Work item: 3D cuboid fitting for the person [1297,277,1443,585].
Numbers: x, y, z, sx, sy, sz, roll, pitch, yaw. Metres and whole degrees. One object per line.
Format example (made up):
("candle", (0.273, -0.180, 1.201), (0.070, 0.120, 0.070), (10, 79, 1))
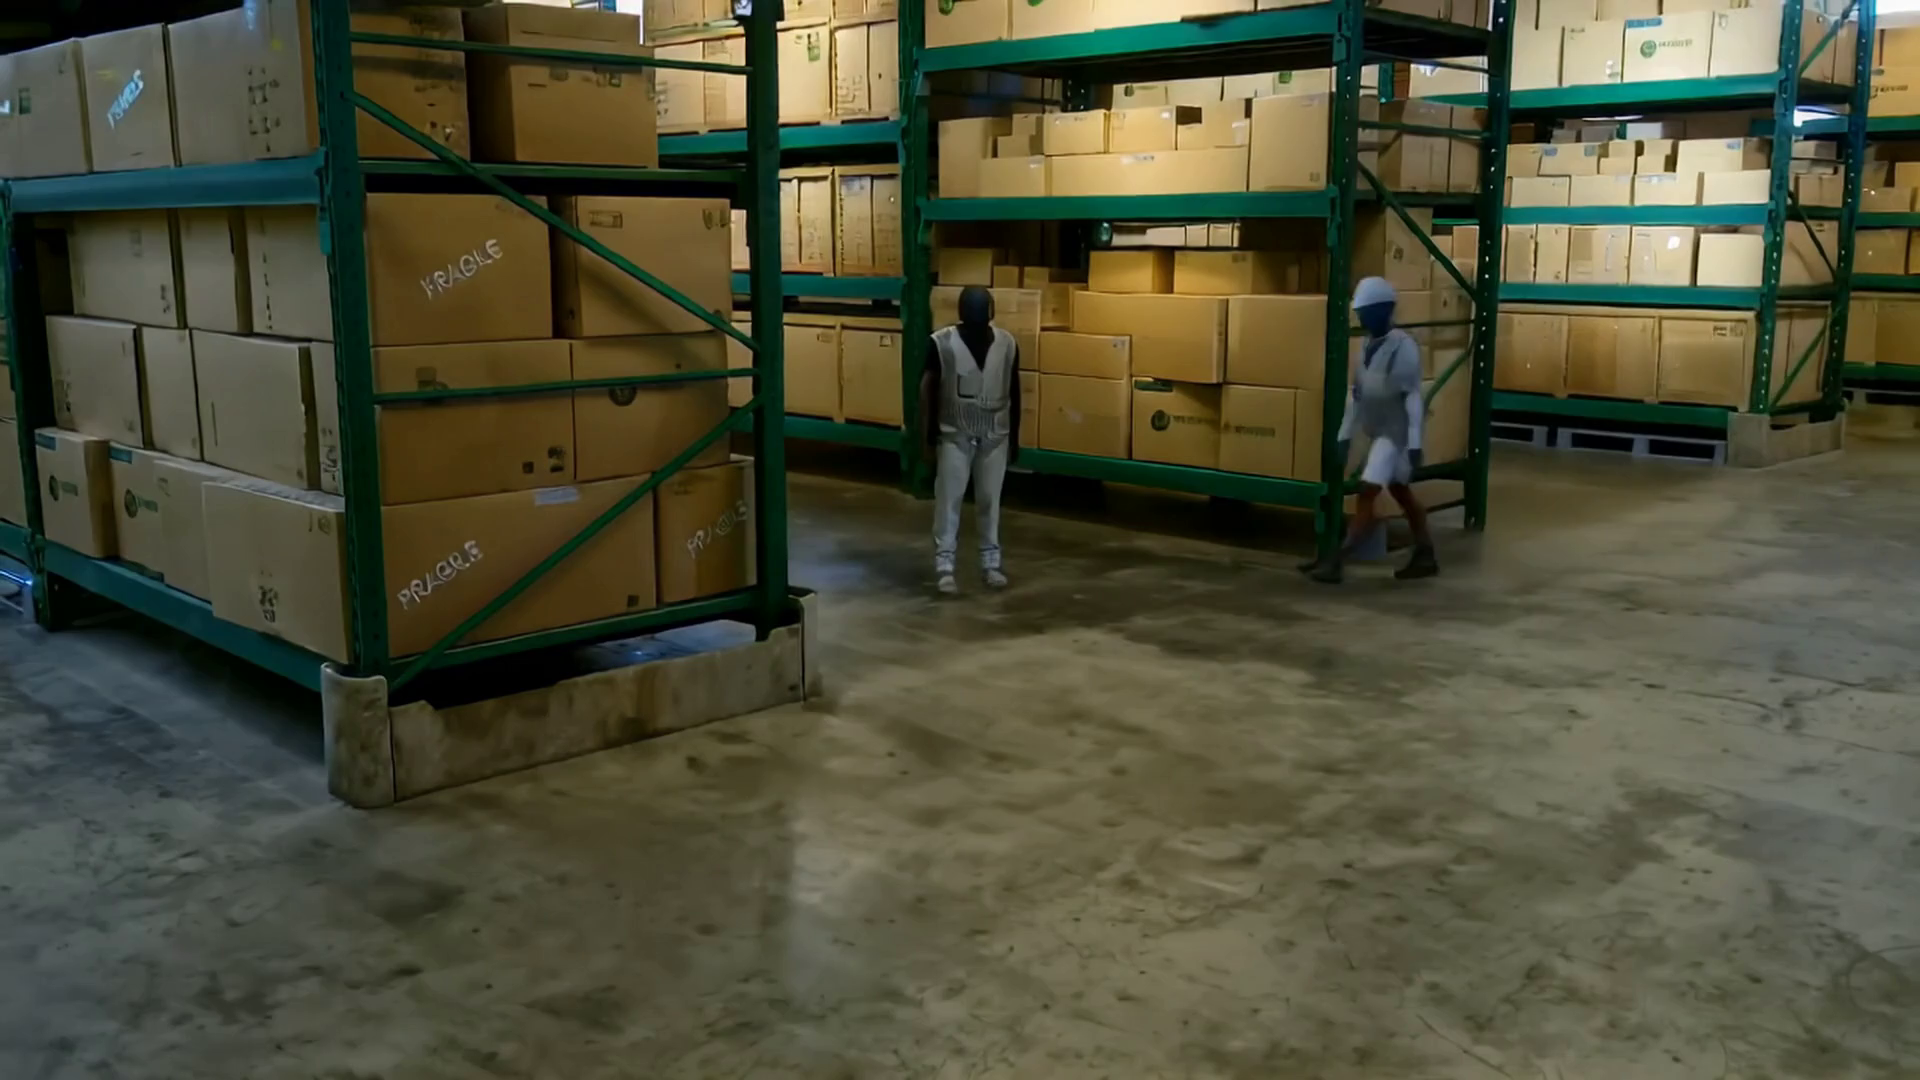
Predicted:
("person", (2.570, -0.658, 10.197), (1.014, 1.872, 0.563), (-3, 11, -14))

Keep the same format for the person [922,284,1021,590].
("person", (0.081, -0.618, 10.060), (0.619, 1.845, 0.430), (-3, 11, -16))
